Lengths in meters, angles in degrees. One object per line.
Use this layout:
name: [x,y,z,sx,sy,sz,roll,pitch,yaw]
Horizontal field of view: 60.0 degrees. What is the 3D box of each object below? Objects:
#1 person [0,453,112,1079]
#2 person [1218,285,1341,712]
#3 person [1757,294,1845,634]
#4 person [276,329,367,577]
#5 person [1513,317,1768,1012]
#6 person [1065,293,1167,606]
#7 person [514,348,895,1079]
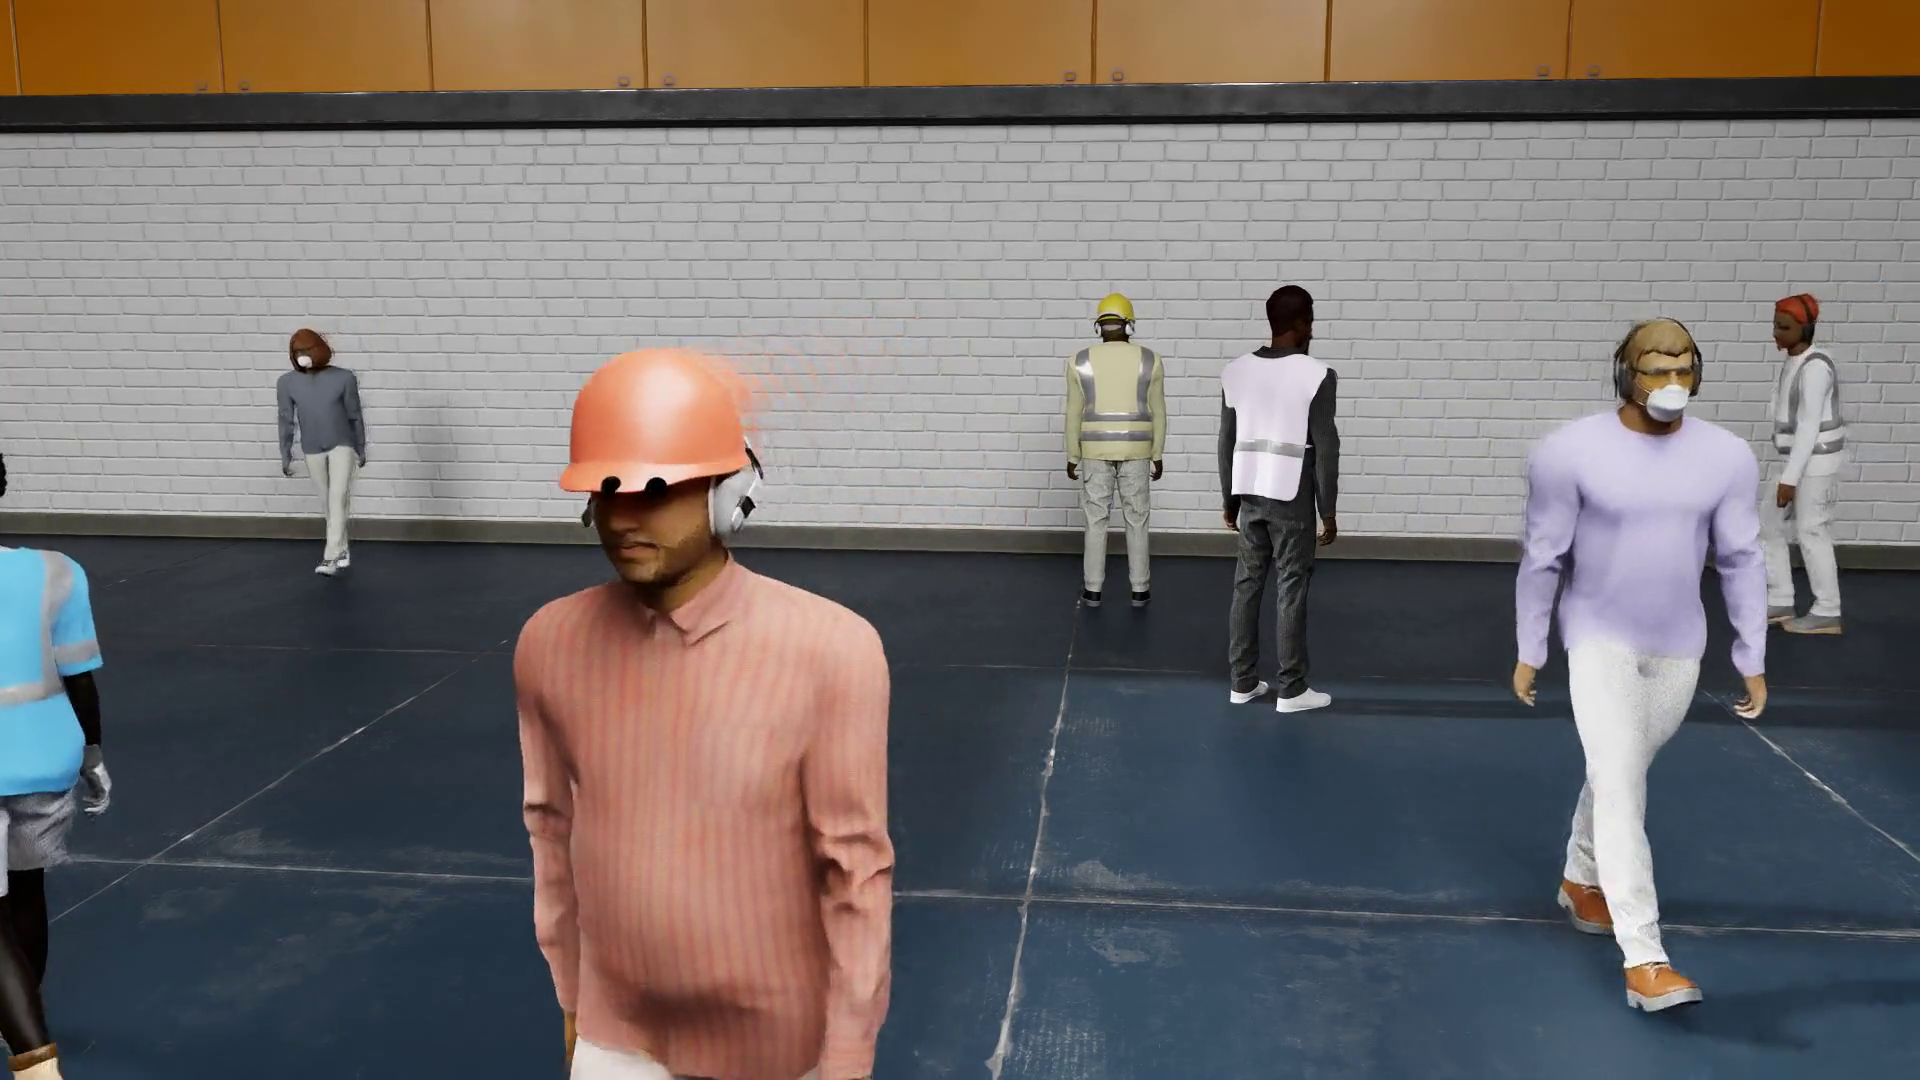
person: [-2.299,0.567,3.978,0.842,1.660,0.530,9,13,40]
person: [1.427,-0.182,7.509,0.596,1.915,0.370,9,14,43]
person: [4.519,-0.387,8.892,0.594,1.840,0.611,2,10,11]
person: [-4.059,-0.551,10.579,0.507,1.569,0.888,-1,10,-4]
person: [1.949,0.321,4.721,0.653,1.882,1.007,0,10,-2]
person: [0.904,-0.514,9.682,0.586,1.823,0.403,1,10,4]
person: [-0.372,0.683,2.494,0.613,1.951,1.014,2,10,13]
